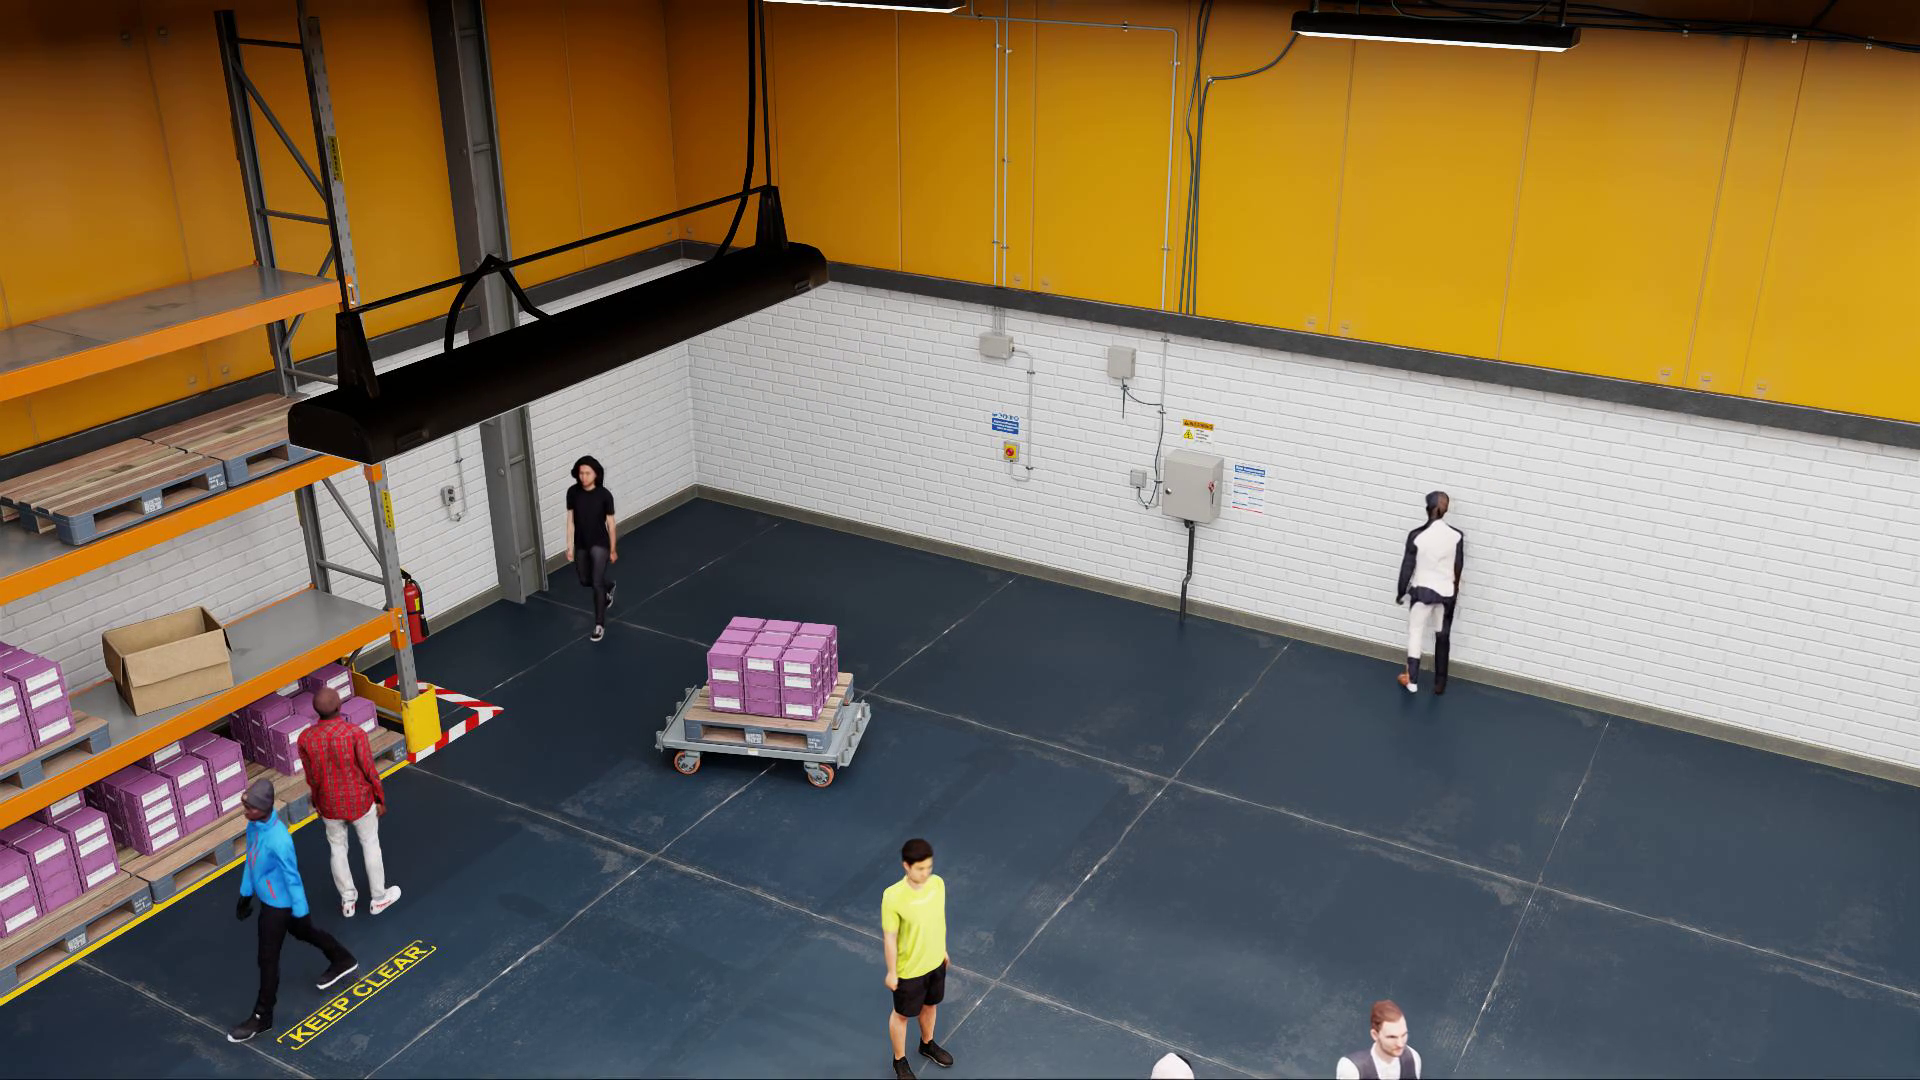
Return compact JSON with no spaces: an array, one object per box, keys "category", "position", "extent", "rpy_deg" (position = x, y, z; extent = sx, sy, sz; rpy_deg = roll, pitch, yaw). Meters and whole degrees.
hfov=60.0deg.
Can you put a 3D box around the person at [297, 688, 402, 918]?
[{"category":"person","position":[-4.361,1.848,11.818],"extent":[0.755,1.819,0.765],"rpy_deg":[-1,24,-2]}]

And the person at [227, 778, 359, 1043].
[{"category":"person","position":[-4.359,2.309,10.843],"extent":[1.233,1.756,0.873],"rpy_deg":[-20,31,-38]}]

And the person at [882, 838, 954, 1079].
[{"category":"person","position":[-0.271,2.575,10.293],"extent":[0.588,1.708,0.751],"rpy_deg":[-19,30,-36]}]

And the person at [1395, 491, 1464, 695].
[{"category":"person","position":[4.226,0.487,14.859],"extent":[0.815,1.876,0.807],"rpy_deg":[2,24,5]}]

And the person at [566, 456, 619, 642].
[{"category":"person","position":[-3.519,0.010,16.034],"extent":[0.833,1.810,1.084],"rpy_deg":[5,24,12]}]

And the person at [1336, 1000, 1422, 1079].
[{"category":"person","position":[2.122,3.187,8.605],"extent":[0.713,1.938,0.807],"rpy_deg":[-10,26,-22]}]
